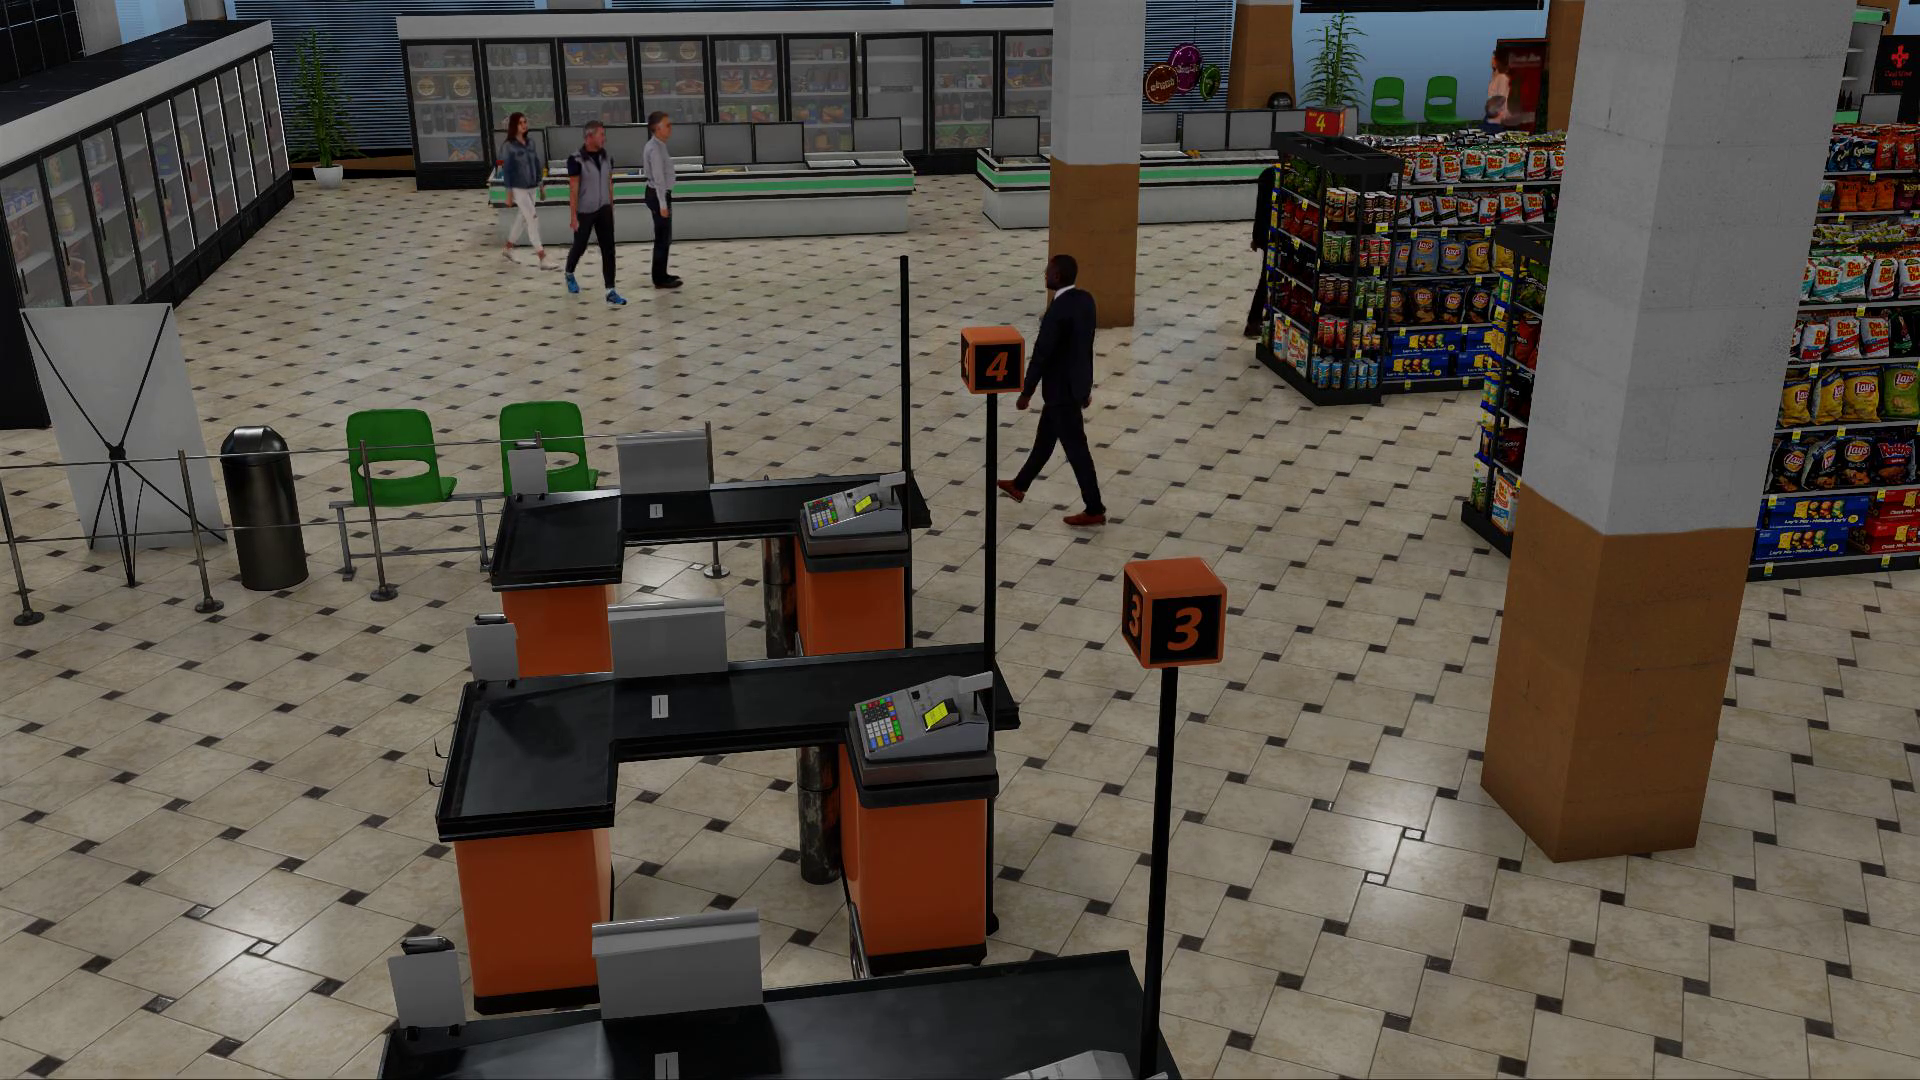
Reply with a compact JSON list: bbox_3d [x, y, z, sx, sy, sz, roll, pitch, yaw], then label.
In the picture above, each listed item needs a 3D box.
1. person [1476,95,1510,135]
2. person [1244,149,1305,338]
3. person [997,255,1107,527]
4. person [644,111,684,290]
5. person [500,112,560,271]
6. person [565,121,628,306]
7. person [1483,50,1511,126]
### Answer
[{"bbox_3d":[5.643,-3.862,18.104,1.234,1.820,0.762,-6,23,-15],"label":"person"},{"bbox_3d":[2.812,-2.746,15.360,0.774,1.796,0.756,-10,24,-23],"label":"person"},{"bbox_3d":[0.757,-0.930,10.857,1.264,1.784,1.136,11,24,25],"label":"person"},{"bbox_3d":[-3.130,-3.549,17.336,0.542,1.812,0.648,-5,22,-12],"label":"person"},{"bbox_3d":[-4.811,-3.784,18.114,1.187,1.669,1.079,13,25,29],"label":"person"},{"bbox_3d":[-3.748,-3.264,16.681,1.315,1.772,1.261,-19,28,-38],"label":"person"},{"bbox_3d":[7.609,-5.969,23.400,0.816,1.782,0.691,1,22,2],"label":"person"}]
